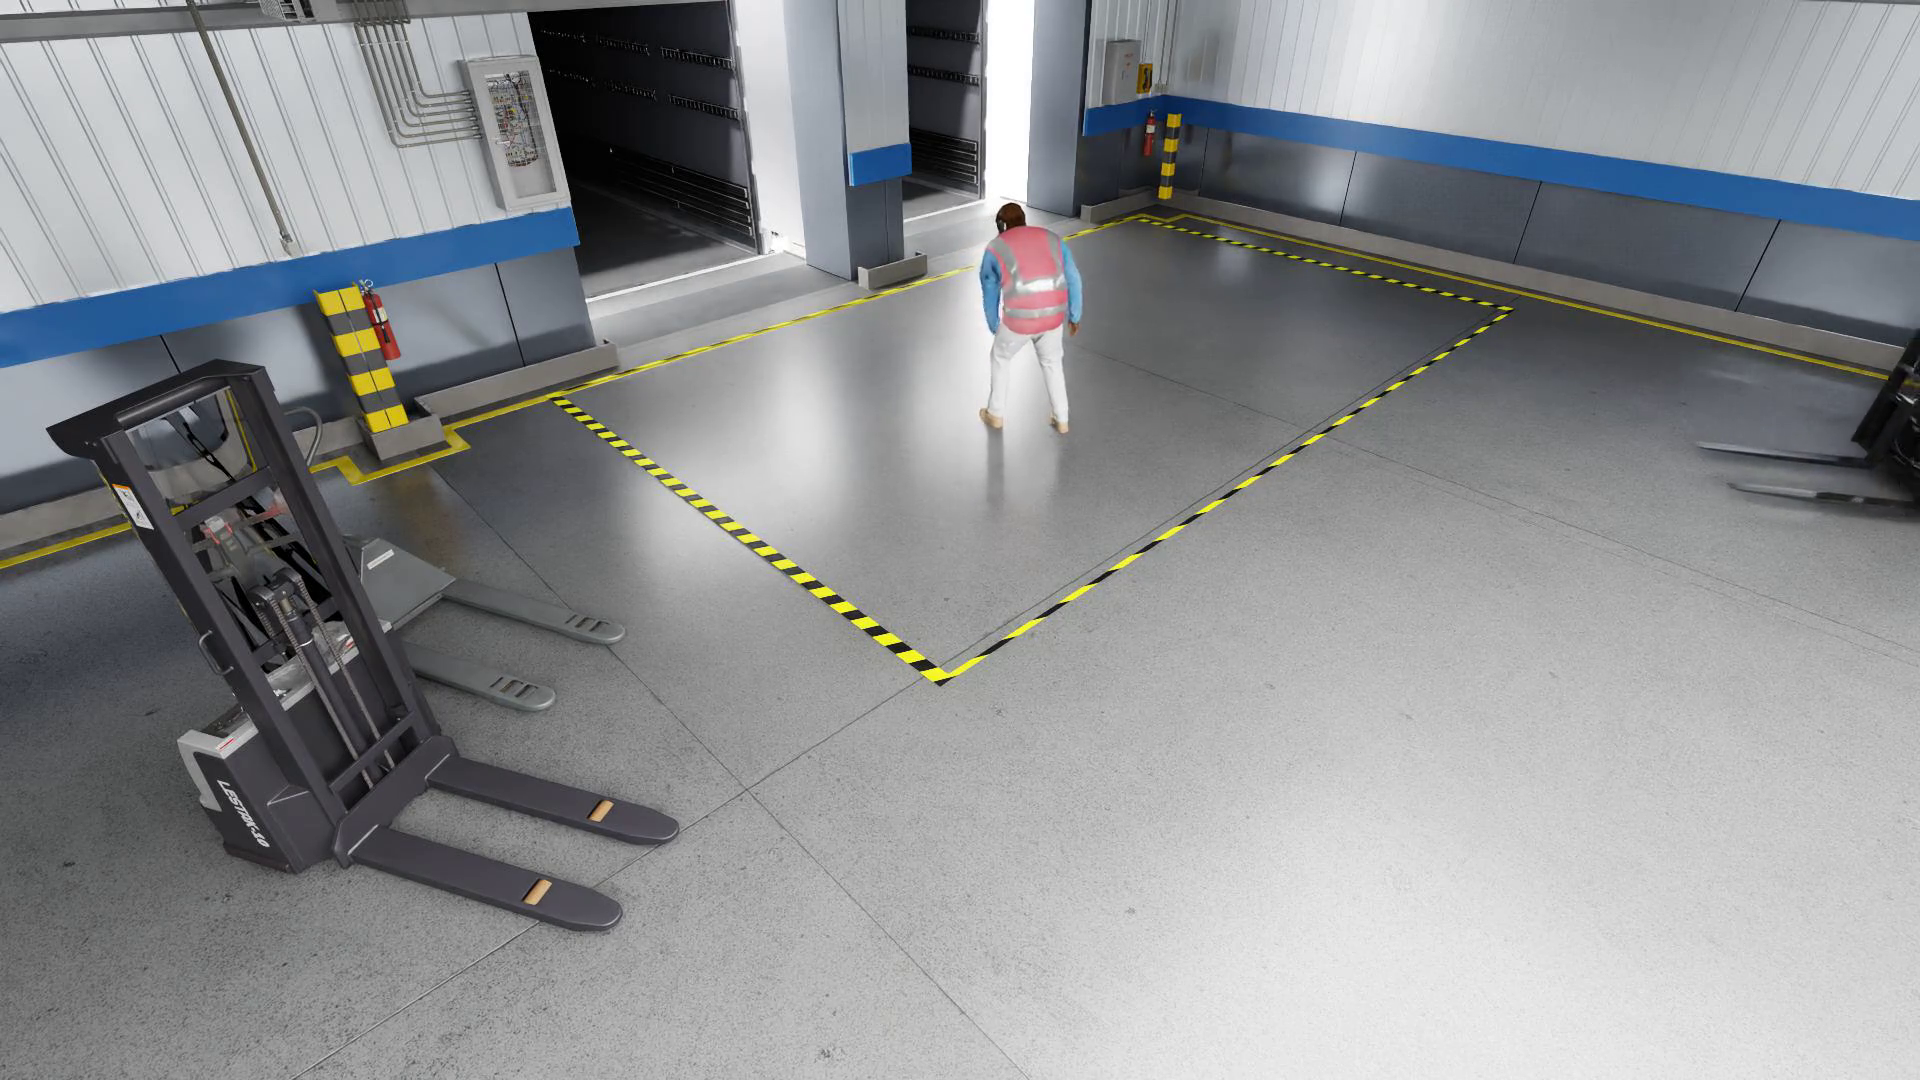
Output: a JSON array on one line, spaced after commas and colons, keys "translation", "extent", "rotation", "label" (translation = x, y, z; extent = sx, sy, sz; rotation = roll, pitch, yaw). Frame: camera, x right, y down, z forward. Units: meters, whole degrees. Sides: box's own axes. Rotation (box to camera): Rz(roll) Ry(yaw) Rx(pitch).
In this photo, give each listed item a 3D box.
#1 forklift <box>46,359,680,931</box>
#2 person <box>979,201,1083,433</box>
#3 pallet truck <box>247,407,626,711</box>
[{"translation": [-2.135, 0.422, 3.354], "extent": [1.885, 1.965, 0.823], "rotation": [10, 35, 14], "label": "forklift"}, {"translation": [0.499, -1.604, 6.716], "extent": [0.753, 1.578, 0.776], "rotation": [-10, 36, -15], "label": "person"}, {"translation": [-2.628, 0.038, 4.590], "extent": [1.601, 1.201, 0.680], "rotation": [12, 36, 18], "label": "pallet truck"}]
